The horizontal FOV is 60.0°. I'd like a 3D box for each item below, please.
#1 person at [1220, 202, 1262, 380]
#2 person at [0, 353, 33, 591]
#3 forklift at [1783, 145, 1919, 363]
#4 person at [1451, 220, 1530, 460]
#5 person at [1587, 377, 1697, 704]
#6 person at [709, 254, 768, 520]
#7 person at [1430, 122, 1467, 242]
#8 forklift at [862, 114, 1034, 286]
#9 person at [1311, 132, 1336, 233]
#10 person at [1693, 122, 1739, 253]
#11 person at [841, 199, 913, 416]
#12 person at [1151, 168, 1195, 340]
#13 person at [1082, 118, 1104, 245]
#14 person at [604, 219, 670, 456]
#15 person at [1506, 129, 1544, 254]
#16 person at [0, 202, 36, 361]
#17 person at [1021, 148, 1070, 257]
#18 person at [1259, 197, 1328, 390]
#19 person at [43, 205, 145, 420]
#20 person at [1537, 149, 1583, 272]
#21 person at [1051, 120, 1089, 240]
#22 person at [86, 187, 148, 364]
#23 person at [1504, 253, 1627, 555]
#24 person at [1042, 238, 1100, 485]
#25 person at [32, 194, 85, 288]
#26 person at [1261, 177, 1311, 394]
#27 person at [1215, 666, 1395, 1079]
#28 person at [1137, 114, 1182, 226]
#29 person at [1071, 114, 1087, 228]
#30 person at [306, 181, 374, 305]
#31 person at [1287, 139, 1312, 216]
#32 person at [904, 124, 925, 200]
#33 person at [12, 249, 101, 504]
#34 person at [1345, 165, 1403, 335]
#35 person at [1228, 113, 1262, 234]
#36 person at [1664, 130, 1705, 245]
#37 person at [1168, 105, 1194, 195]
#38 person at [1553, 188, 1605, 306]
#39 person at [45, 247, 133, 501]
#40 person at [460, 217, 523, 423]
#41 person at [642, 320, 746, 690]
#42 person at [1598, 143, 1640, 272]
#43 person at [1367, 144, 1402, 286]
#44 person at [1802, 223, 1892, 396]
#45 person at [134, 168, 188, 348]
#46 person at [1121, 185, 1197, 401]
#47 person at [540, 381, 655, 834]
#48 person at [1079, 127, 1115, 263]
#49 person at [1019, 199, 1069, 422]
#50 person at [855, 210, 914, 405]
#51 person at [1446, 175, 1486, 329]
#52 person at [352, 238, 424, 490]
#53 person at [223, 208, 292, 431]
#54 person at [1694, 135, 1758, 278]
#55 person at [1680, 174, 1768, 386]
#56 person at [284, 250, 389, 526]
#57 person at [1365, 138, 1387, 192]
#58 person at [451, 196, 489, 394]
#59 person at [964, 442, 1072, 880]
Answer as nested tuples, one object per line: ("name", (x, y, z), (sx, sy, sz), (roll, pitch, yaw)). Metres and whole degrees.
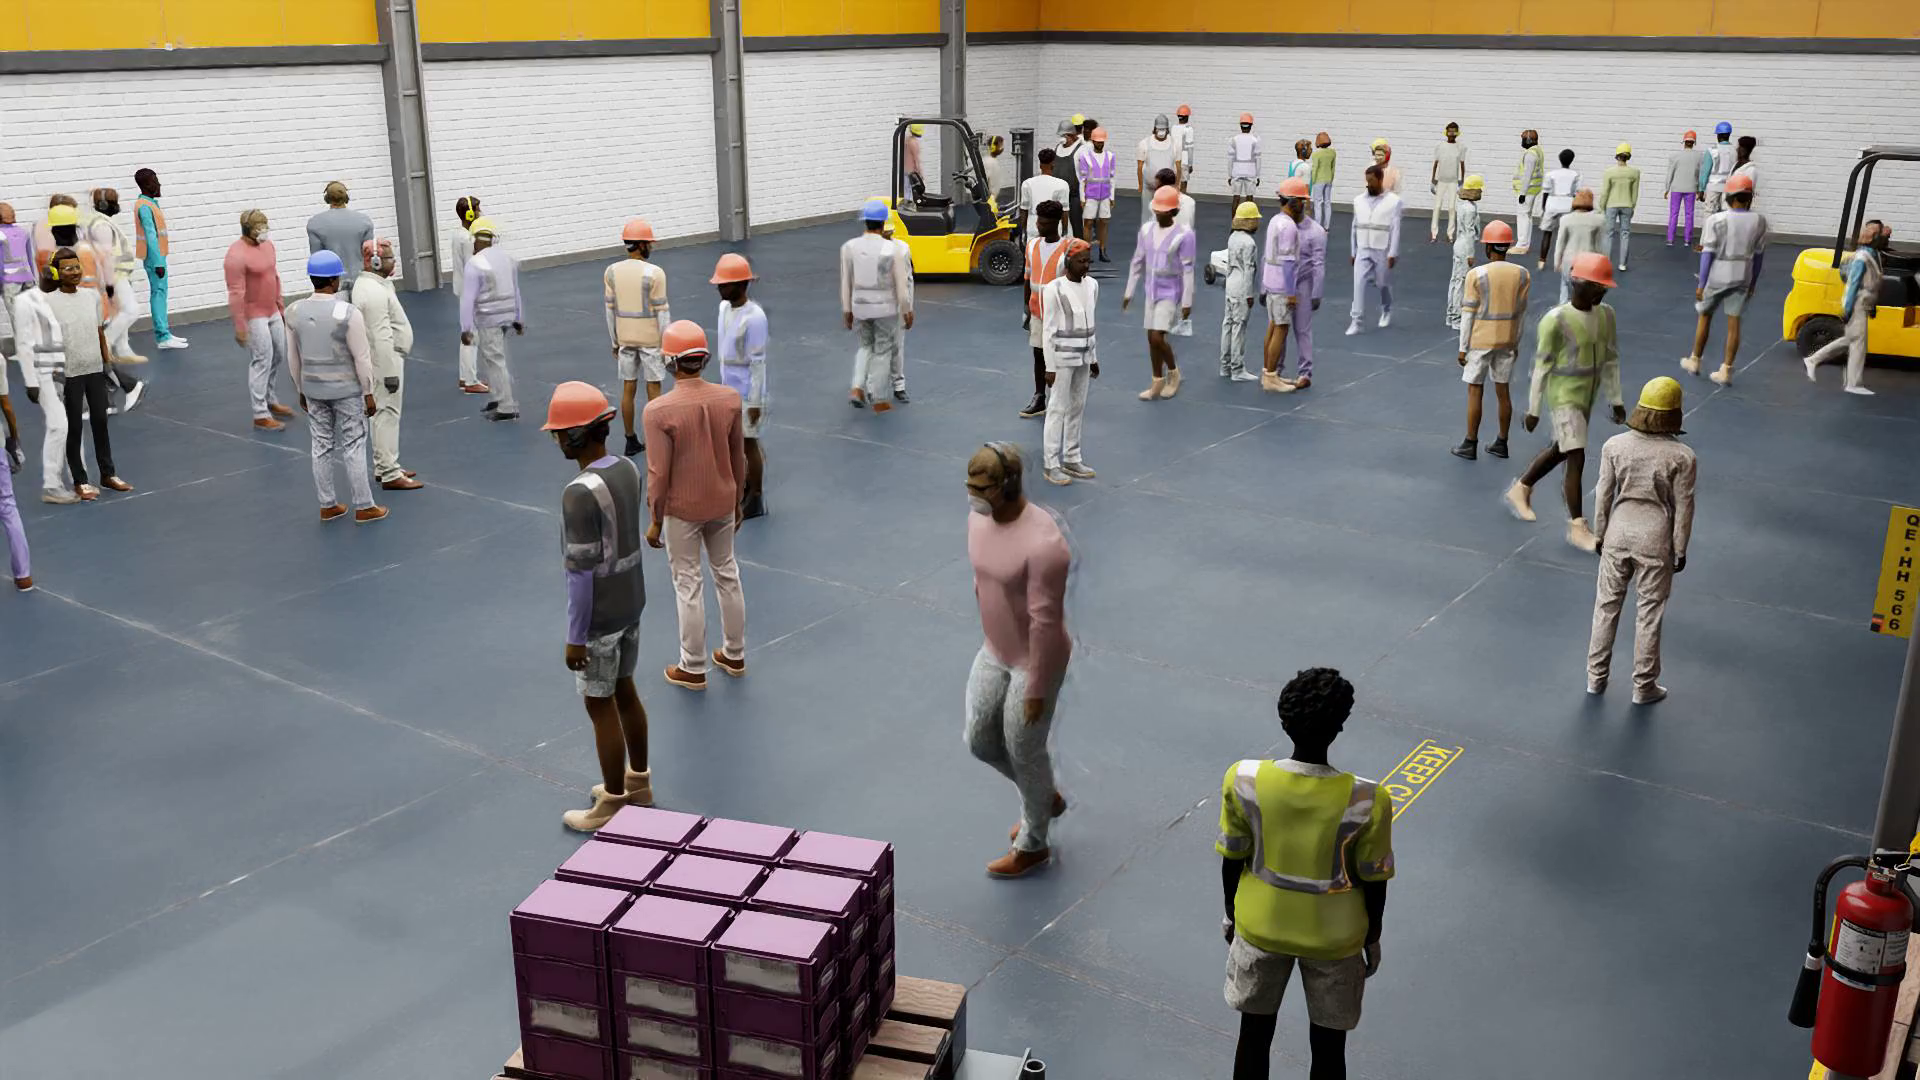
("person", (2.787, -2.456, 16.420), (0.310, 1.744, 0.486), (-4, 18, -13))
("person", (-6.092, -0.557, 10.294), (0.514, 1.861, 0.325), (-12, 21, -32))
("forklift", (9.803, -2.879, 17.013), (2.313, 2.155, 1.214), (12, 21, 33))
("person", (4.292, -1.613, 13.492), (0.542, 1.928, 0.399), (-3, 18, -10))
("person", (3.580, 0.000, 8.737), (0.493, 1.743, 0.295), (14, 23, 37))
("person", (-1.574, -1.064, 11.773), (0.407, 1.922, 0.585), (-13, 22, -36))
("person", (7.658, -5.613, 26.113), (0.516, 1.860, 0.322), (4, 18, 13))
("forklift", (-0.171, -4.594, 22.377), (2.313, 2.155, 1.214), (1, 18, 3))
("person", (5.888, -5.810, 27.088), (0.498, 1.633, 0.284), (-11, 21, -30))
("person", (11.348, -5.263, 24.887), (0.604, 1.939, 0.416), (-2, 18, -6))
("person", (-0.742, -2.065, 14.889), (0.620, 1.932, 0.431), (9, 20, 27))
("person", (2.348, -3.142, 18.360), (0.630, 1.881, 0.468), (-12, 21, -33))
("person", (1.998, -5.518, 25.676), (0.535, 1.933, 0.675), (8, 19, 24))
("person", (-2.593, -1.634, 13.542), (0.548, 1.931, 0.379), (6, 19, 18))
("person", (8.475, -5.205, 24.887), (0.429, 1.830, 0.636), (8, 19, 24))
("person", (-9.835, -2.689, 17.319), (0.307, 1.637, 0.525), (4, 18, 13))
("person", (1.025, -3.725, 20.053), (0.604, 1.957, 0.386), (5, 18, 16))
("person", (3.185, -2.413, 16.049), (0.652, 1.897, 0.397), (16, 24, 40))
("person", (-7.714, -2.015, 14.760), (0.526, 1.910, 0.619), (-13, 22, -36))
("person", (8.381, -4.596, 23.224), (0.538, 1.675, 0.353), (5, 18, 15))
("person", (1.533, -5.052, 24.059), (0.681, 2.000, 0.535), (13, 22, 36))
("person", (-8.668, -2.677, 16.991), (0.476, 1.824, 0.627), (-11, 21, -30))
("person", (4.193, -0.989, 11.438), (0.605, 1.991, 1.057), (-10, 20, -29))
("person", (0.857, -1.379, 12.823), (0.337, 1.882, 0.585), (17, 24, 42))
("person", (-8.959, -2.546, 16.622), (0.662, 1.803, 0.539), (7, 19, 21))
("person", (3.092, -2.423, 15.853), (0.405, 2.038, 0.612), (0, 18, 1))
("person", (1.041, 1.191, 5.088), (0.535, 1.697, 0.318), (7, 19, 20))
("person", (3.024, -5.433, 25.250), (0.684, 2.000, 0.536), (1, 18, 3))
("person", (1.917, -5.900, 26.894), (0.388, 1.927, 0.589), (8, 19, 24))
("person", (-6.070, -2.569, 16.457), (0.630, 1.940, 0.370), (-7, 19, -21))
("person", (4.657, -4.557, 22.827), (0.345, 1.847, 0.504), (-7, 19, -20))
("person", (-0.809, -6.325, 28.571), (0.324, 1.718, 0.646), (-6, 19, -17))
("person", (-6.686, -1.210, 12.342), (0.402, 1.876, 0.596), (3, 18, 11))
("person", (4.712, -3.299, 18.856), (0.599, 1.876, 0.946), (11, 21, 30))
("person", (4.613, -5.935, 26.997), (0.543, 1.932, 0.365), (5, 18, 16))
("person", (11.212, -5.452, 25.772), (0.565, 1.752, 0.338), (5, 18, 14))
("person", (3.880, -6.644, 29.204), (0.376, 1.939, 0.547), (-17, 24, -42))
("person", (6.968, -3.138, 18.750), (0.539, 1.614, 0.516), (4, 18, 13))
("person", (-6.540, -1.240, 12.404), (0.328, 1.876, 0.514), (10, 20, 29))
("person", (-4.178, -1.934, 14.707), (0.586, 1.785, 0.680), (7, 19, 20))
("person", (-1.420, -0.183, 8.903), (0.613, 1.994, 0.395), (-15, 23, -40))
("person", (9.153, -4.624, 23.162), (0.526, 1.769, 0.328), (0, 18, 1))
("person", (5.577, -4.294, 22.001), (0.391, 1.846, 0.564), (-11, 21, -31))
("person", (8.530, -2.238, 15.948), (0.673, 1.609, 0.528), (14, 22, 36))
("person", (-8.677, -3.032, 17.934), (0.388, 1.921, 0.593), (-8, 20, -24))
("person", (1.838, -2.266, 15.388), (0.433, 2.018, 0.674), (-14, 23, -38))
("person", (-1.595, 0.304, 7.336), (0.410, 2.029, 0.612), (3, 18, 10))
("person", (1.981, -4.955, 23.935), (0.542, 1.933, 0.383), (-6, 19, -17))
("person", (0.802, -2.022, 14.701), (0.614, 1.962, 0.362), (13, 22, 36))
("person", (-0.703, -2.157, 15.365), (0.602, 1.821, 0.403), (-7, 19, -21))
("person", (5.803, -3.291, 19.031), (0.296, 1.744, 0.487), (1, 18, 2))
("person", (-4.355, -1.340, 12.664), (0.401, 1.907, 0.646), (-8, 19, -24))
("person", (-6.150, -1.934, 14.511), (0.541, 1.916, 0.800), (2, 18, 7))
("person", (10.553, -4.521, 22.587), (0.860, 1.923, 0.618), (2, 18, 7))
("person", (7.489, -2.574, 16.342), (0.637, 2.014, 0.884), (1, 18, 2))
("person", (-4.403, -1.064, 11.735), (0.615, 1.945, 0.404), (4, 18, 12))
("person", (5.976, -4.877, 23.953), (0.321, 1.769, 0.525), (0, 18, -1))
("person", (-4.664, -2.326, 15.838), (0.342, 1.858, 0.509), (-8, 19, -23))
("person", (0.236, 0.509, 6.886), (0.459, 1.911, 0.634), (-11, 21, -32))
